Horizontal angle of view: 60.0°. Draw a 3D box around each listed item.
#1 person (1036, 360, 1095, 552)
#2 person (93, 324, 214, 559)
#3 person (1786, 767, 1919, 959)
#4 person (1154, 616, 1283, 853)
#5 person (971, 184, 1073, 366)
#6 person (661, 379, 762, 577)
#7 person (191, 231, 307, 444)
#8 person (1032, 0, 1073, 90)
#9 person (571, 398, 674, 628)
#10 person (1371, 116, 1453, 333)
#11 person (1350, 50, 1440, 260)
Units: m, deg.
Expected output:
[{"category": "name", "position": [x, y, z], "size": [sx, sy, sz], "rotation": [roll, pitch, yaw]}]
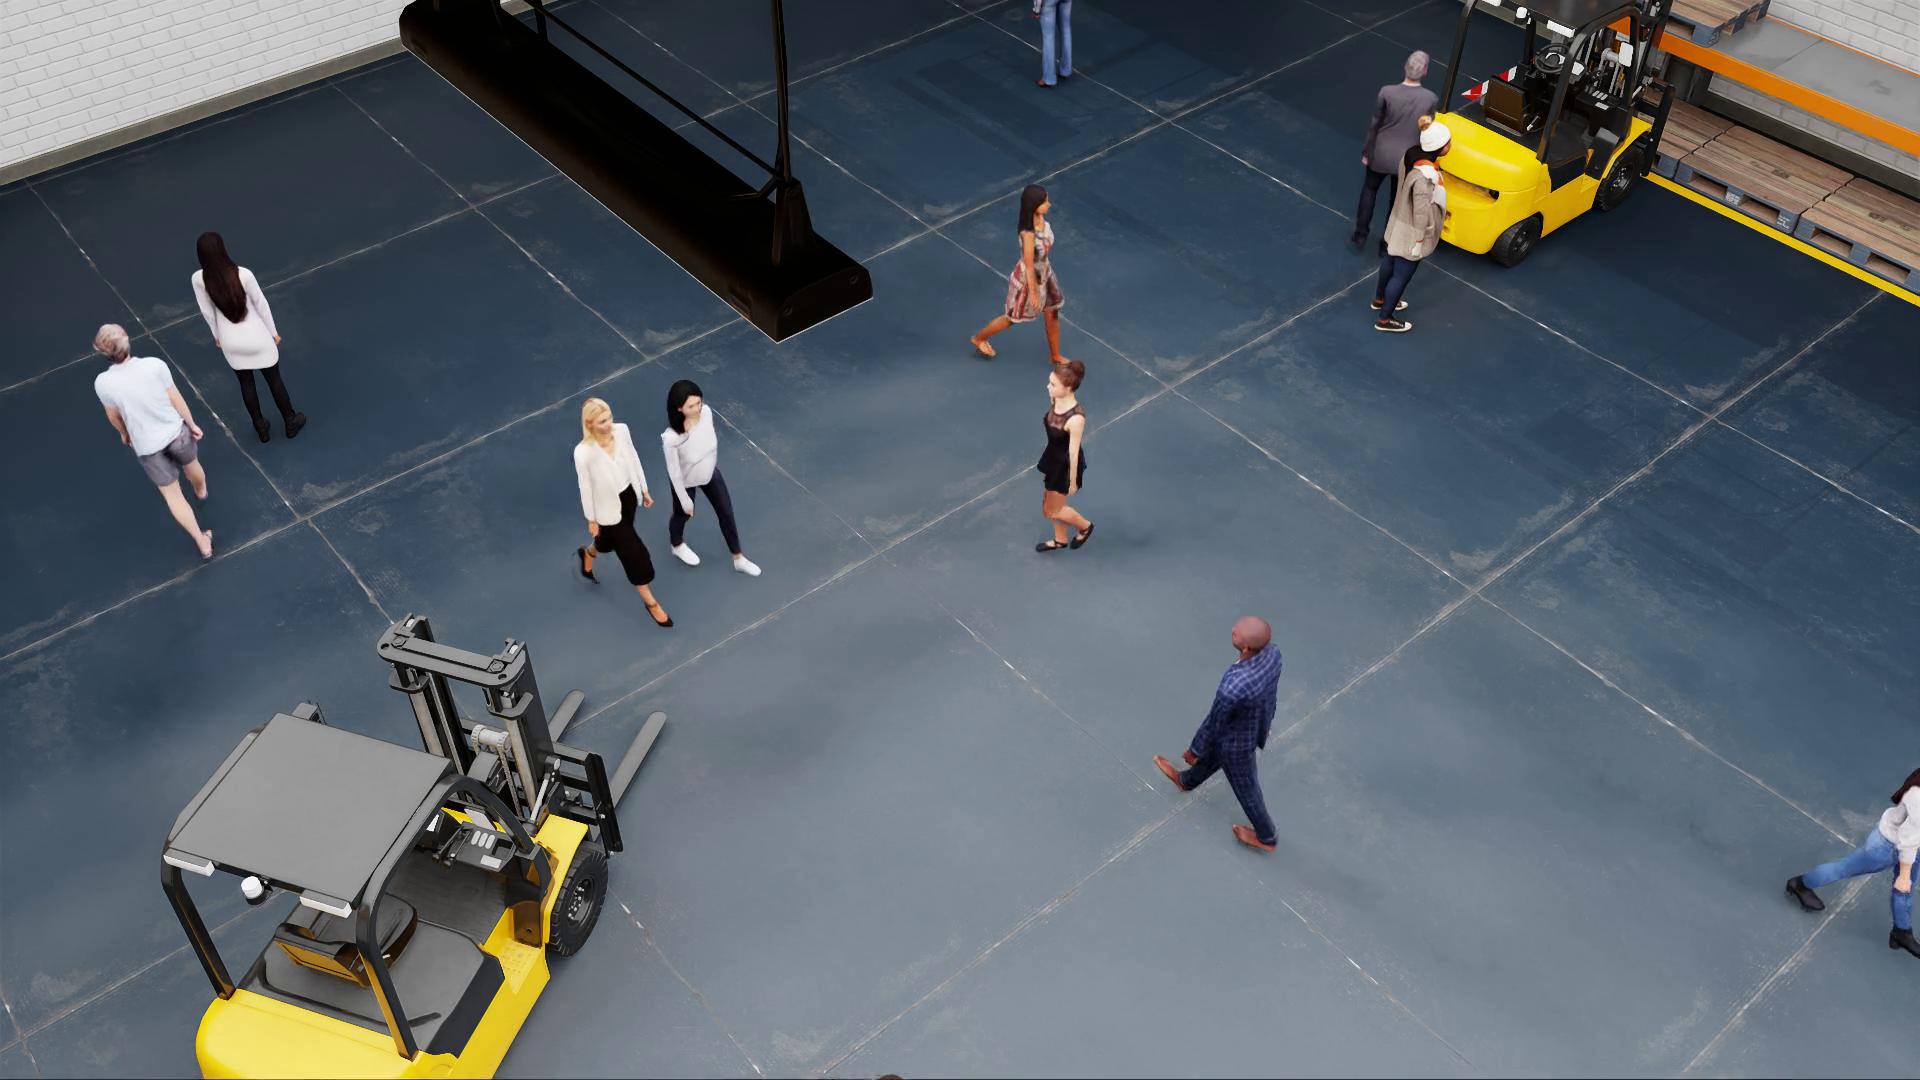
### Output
[{"category": "person", "position": [0.782, -0.538, 11.412], "size": [0.767, 1.666, 0.704], "rotation": [-12, 45, -12]}, {"category": "person", "position": [-5.472, -0.624, 11.410], "size": [0.802, 1.792, 1.164], "rotation": [-20, 47, -20]}, {"category": "person", "position": [5.070, 1.642, 9.182], "size": [1.063, 1.586, 0.699], "rotation": [33, 53, 30]}, {"category": "person", "position": [1.683, 1.150, 9.569], "size": [1.226, 1.763, 0.870], "rotation": [27, 50, 26]}, {"category": "person", "position": [0.475, -2.034, 13.022], "size": [1.184, 1.611, 0.992], "rotation": [13, 45, 13]}, {"category": "person", "position": [-1.876, -0.462, 11.329], "size": [1.022, 1.668, 0.802], "rotation": [28, 50, 26]}, {"category": "person", "position": [-5.303, -1.491, 12.309], "size": [0.691, 1.807, 0.693], "rotation": [-7, 44, -7]}, {"category": "person", "position": [0.940, -5.294, 16.310], "size": [0.629, 1.795, 0.534], "rotation": [-28, 50, -26]}, {"category": "person", "position": [-2.328, -0.223, 10.963], "size": [1.203, 1.828, 0.840], "rotation": [24, 49, 23]}, {"category": "person", "position": [3.604, -2.560, 13.370], "size": [0.872, 1.892, 0.801], "rotation": [-1, 44, -1]}, {"category": "person", "position": [3.691, -3.251, 14.148], "size": [0.806, 1.818, 0.897], "rotation": [9, 44, 9]}]
